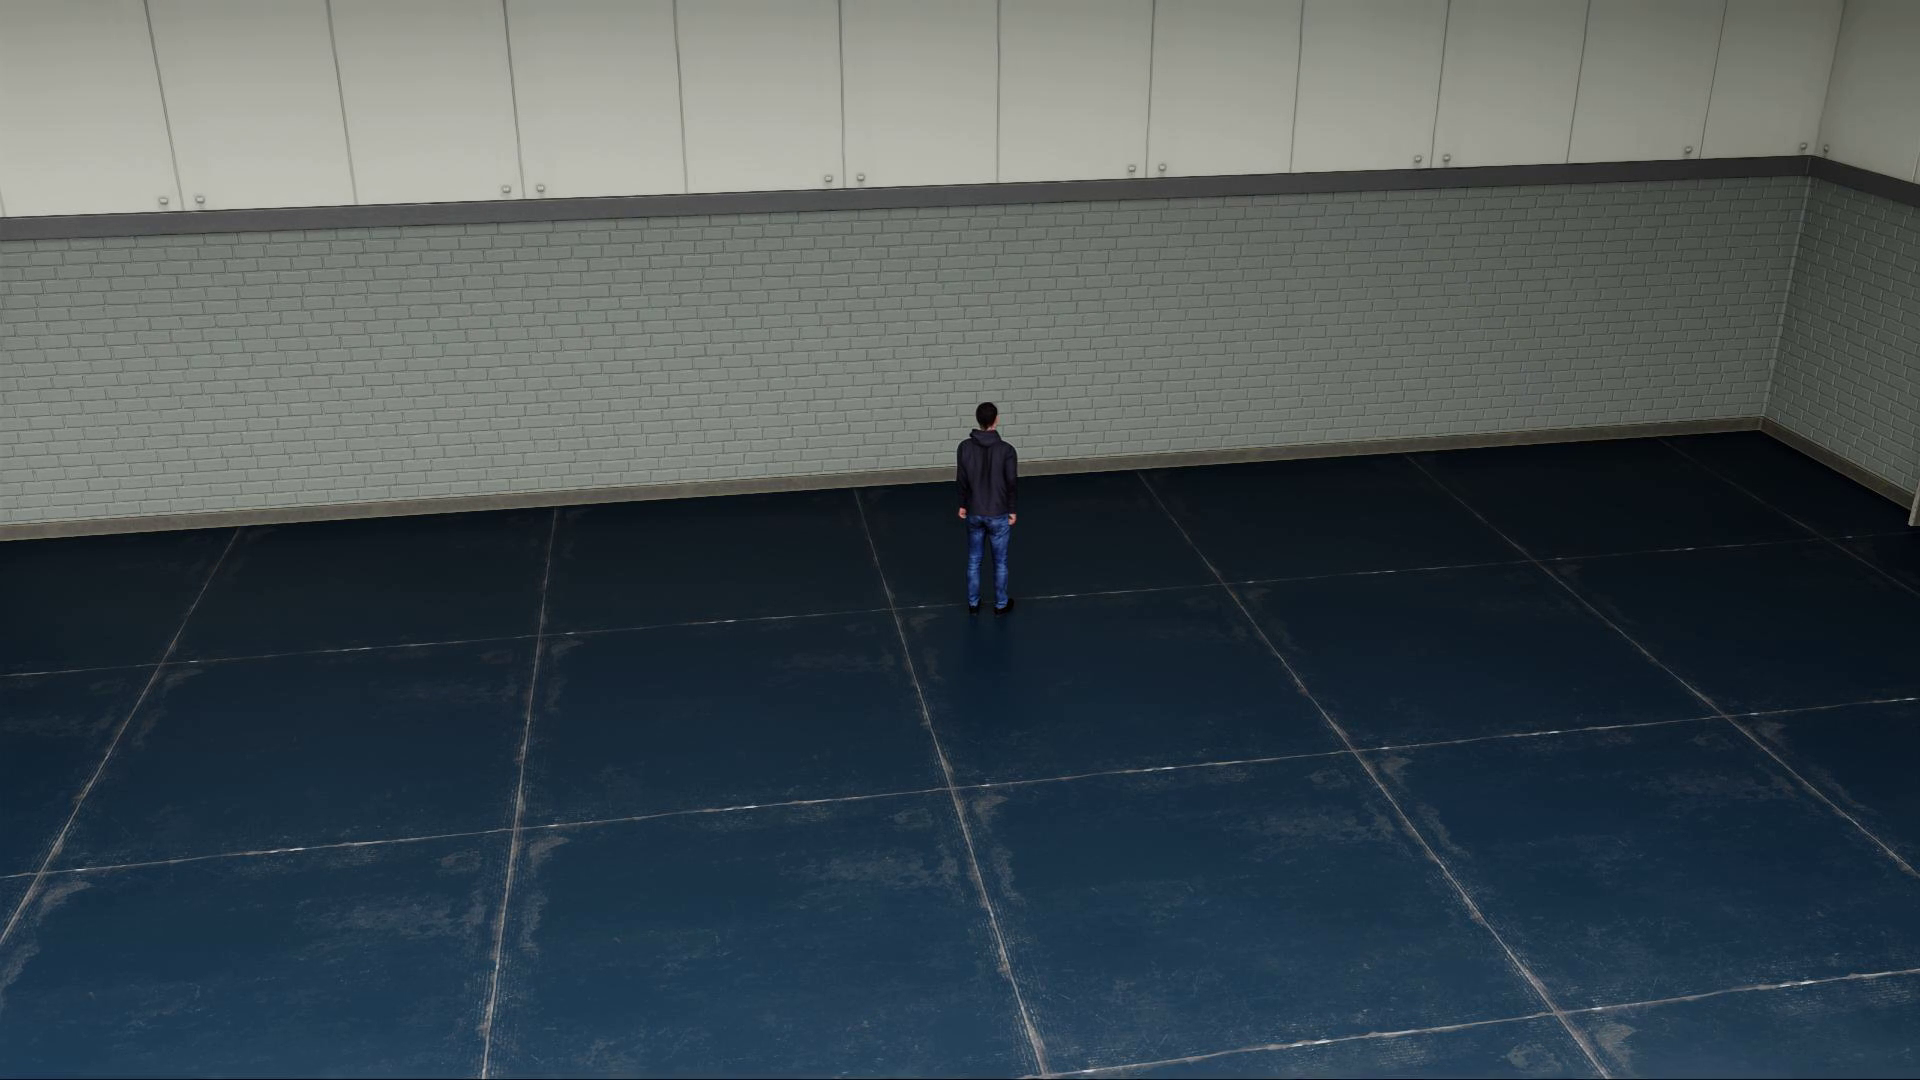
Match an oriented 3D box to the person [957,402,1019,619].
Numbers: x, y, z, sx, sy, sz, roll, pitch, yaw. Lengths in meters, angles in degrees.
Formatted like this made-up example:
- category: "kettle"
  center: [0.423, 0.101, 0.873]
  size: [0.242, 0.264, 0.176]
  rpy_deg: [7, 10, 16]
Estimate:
- category: "person"
  center: [0.229, -0.248, 14.032]
  size: [0.753, 1.891, 0.724]
  rpy_deg: [6, 24, 13]
